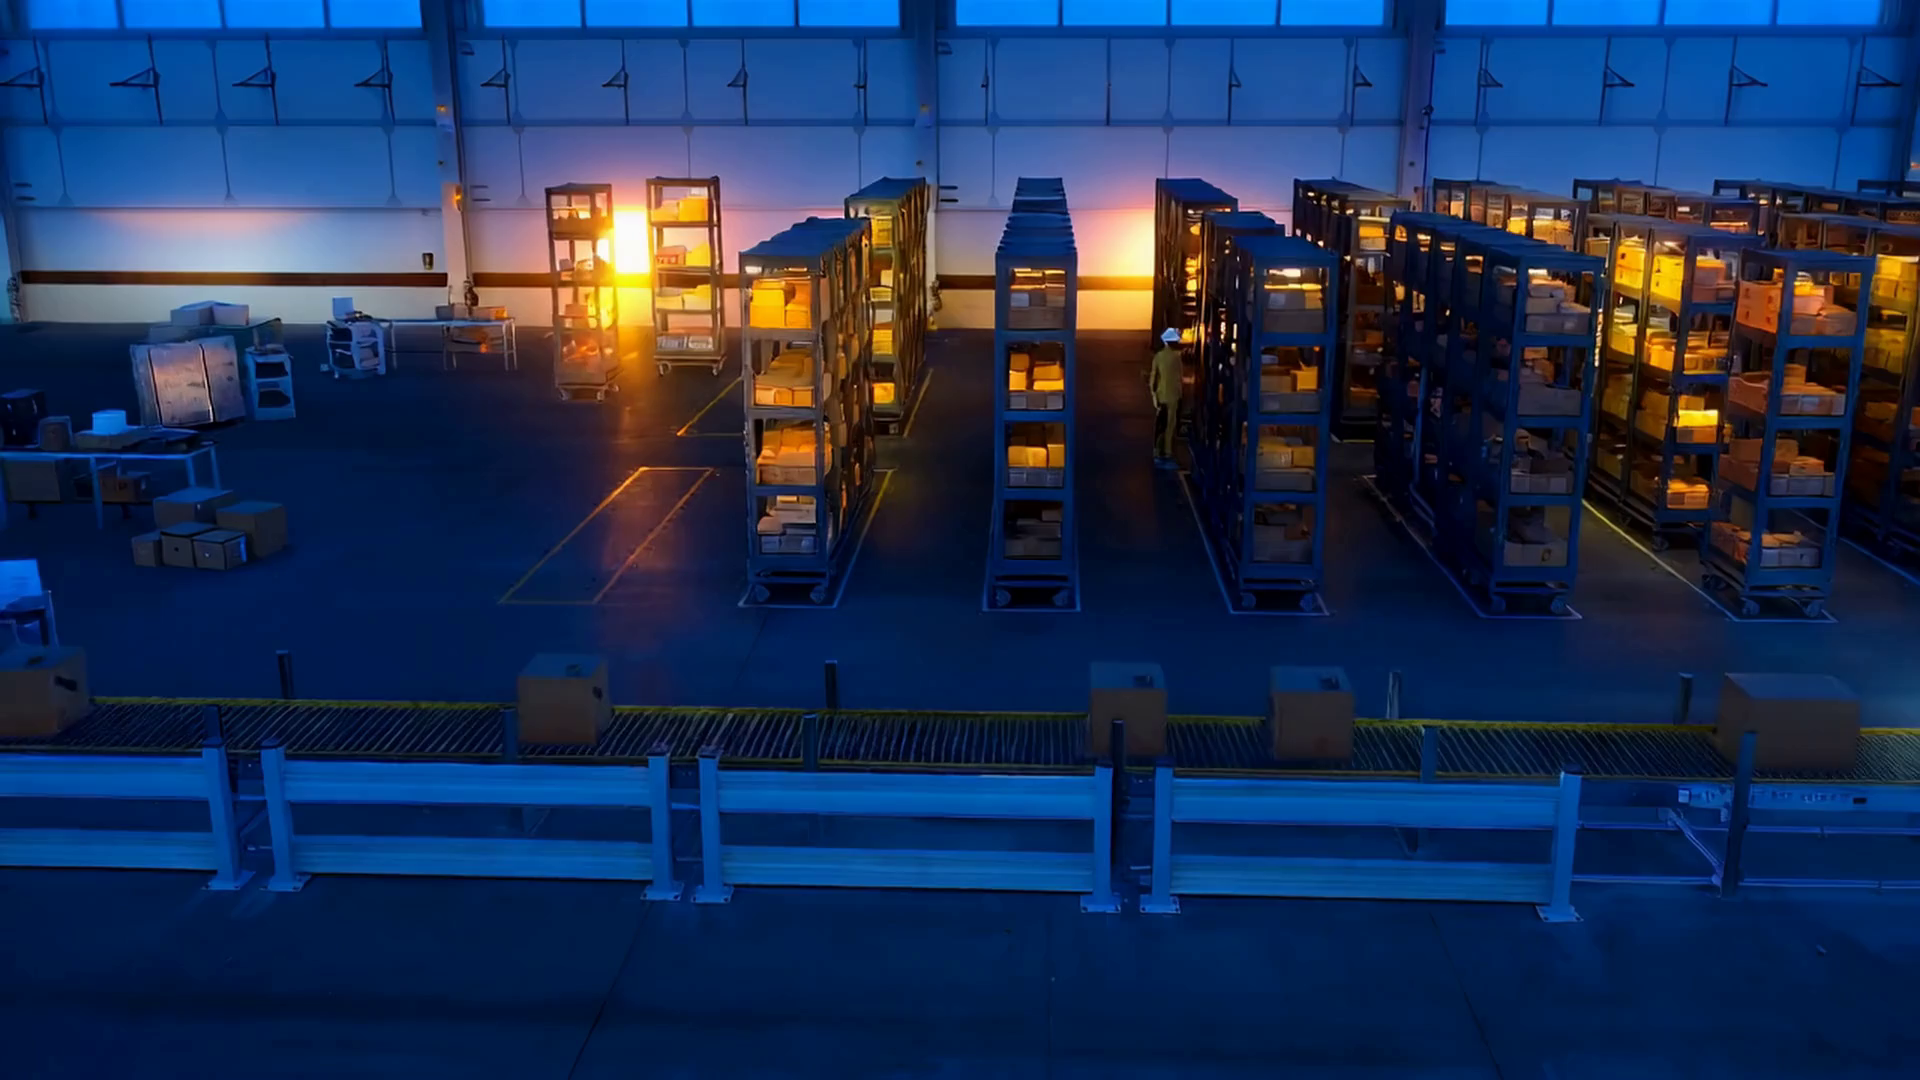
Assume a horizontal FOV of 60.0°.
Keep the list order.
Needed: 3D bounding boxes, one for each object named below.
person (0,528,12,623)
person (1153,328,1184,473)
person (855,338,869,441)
[{"bbox_3d":[-8.463,0.426,14.633,0.711,1.741,0.547,2,15,7],"label":"person"},{"bbox_3d":[2.886,-1.939,22.957,0.381,1.994,0.620,12,19,38],"label":"person"},{"bbox_3d":[-1.552,-2.280,24.616,0.523,1.797,0.618,1,15,5],"label":"person"}]
